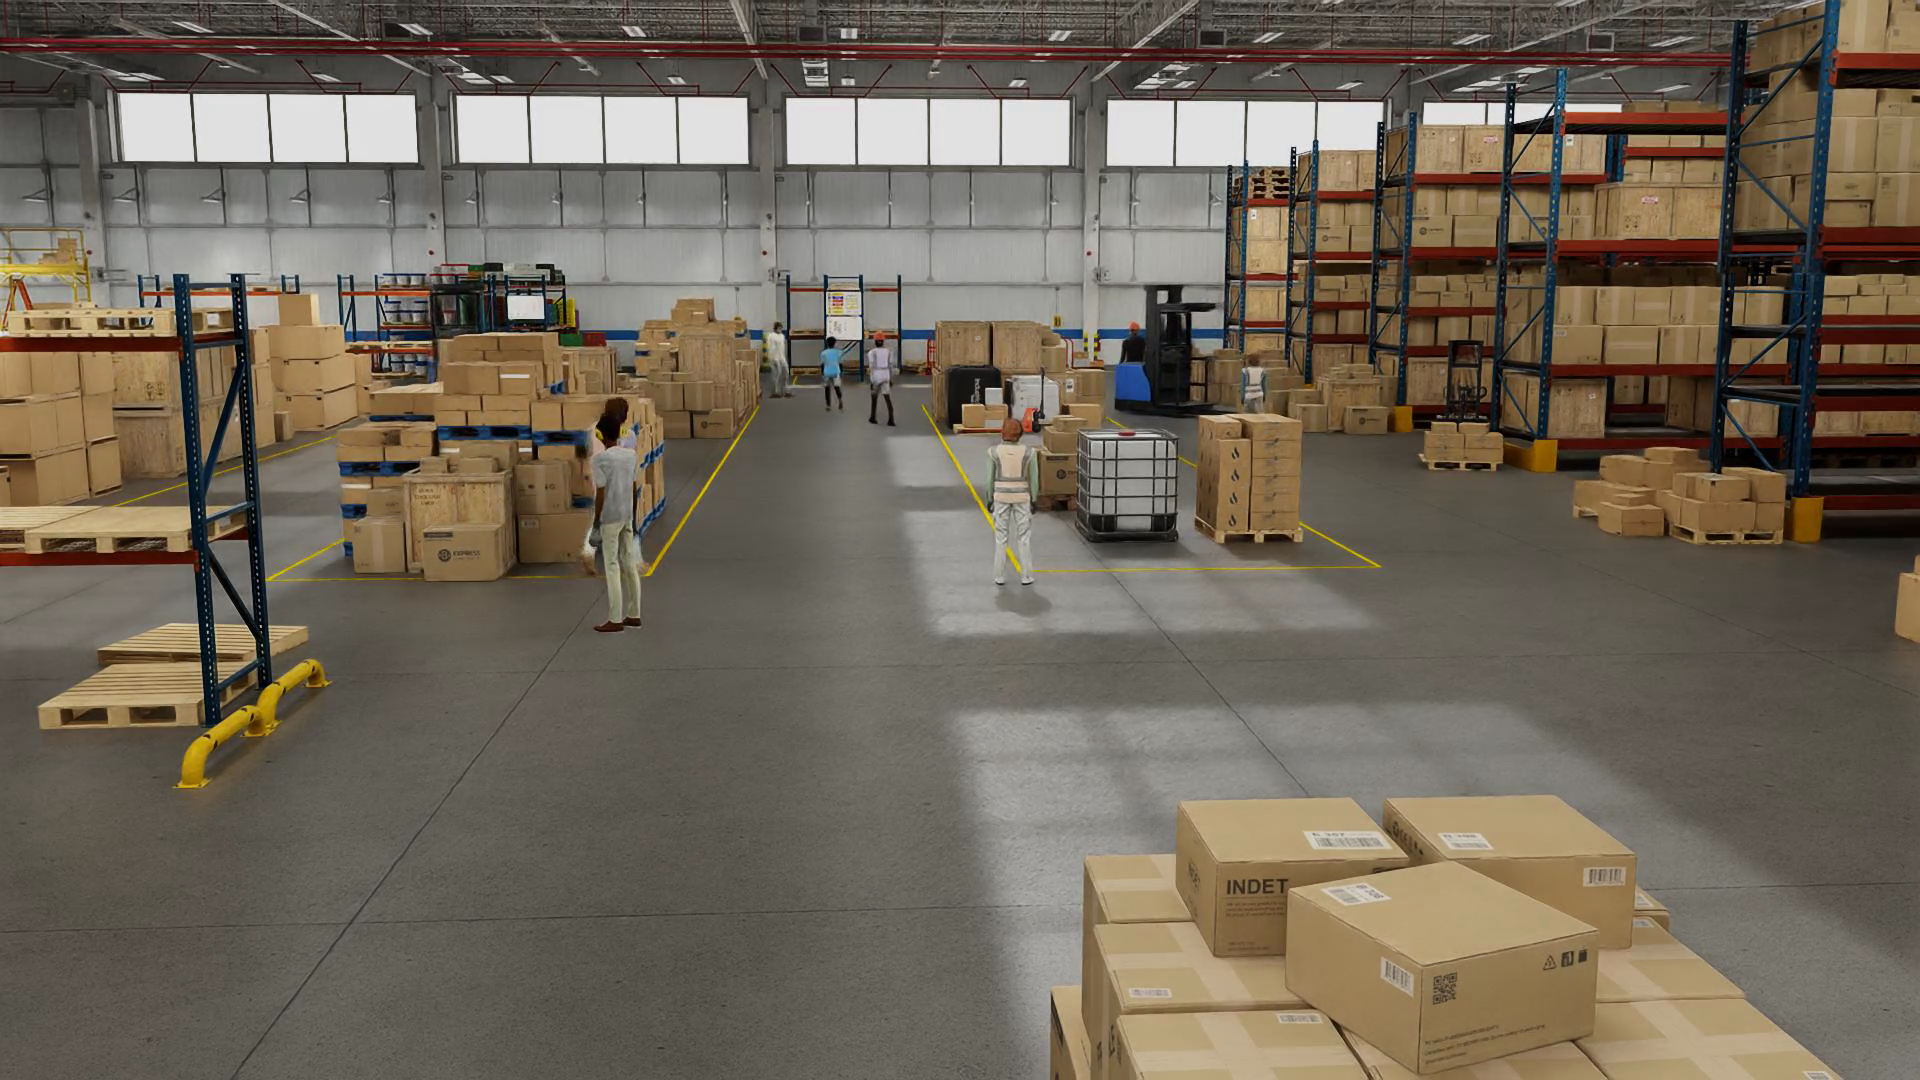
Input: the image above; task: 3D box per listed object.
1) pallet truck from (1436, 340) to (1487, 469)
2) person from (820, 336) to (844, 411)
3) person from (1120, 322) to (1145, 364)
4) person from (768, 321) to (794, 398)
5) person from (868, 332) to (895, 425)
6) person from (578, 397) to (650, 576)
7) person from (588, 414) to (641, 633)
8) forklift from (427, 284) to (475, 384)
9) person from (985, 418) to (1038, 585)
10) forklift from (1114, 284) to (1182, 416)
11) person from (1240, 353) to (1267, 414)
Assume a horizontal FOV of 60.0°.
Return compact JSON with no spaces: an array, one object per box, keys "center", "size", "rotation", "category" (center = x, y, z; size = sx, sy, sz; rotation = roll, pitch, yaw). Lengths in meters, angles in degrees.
[{"center":[8.004,-2.170,26.422],"size":[0.823,1.965,1.885],"rotation":[2,9,14],"category":"pallet truck"},{"center":[-2.838,-3.701,37.031],"size":[0.537,1.685,0.567],"rotation":[-4,10,-22],"category":"person"},{"center":[3.861,-3.883,37.234],"size":[0.646,1.972,0.743],"rotation":[-2,9,-13],"category":"person"},{"center":[-4.380,-4.404,40.768],"size":[0.728,1.895,0.686],"rotation":[5,10,30],"category":"person"},{"center":[-1.576,-3.260,33.626],"size":[0.562,1.895,1.002],"rotation":[-4,10,-24],"category":"person"},{"center":[-3.502,-0.539,16.764],"size":[0.629,1.815,0.796],"rotation":[4,10,26],"category":"person"},{"center":[-2.931,-0.137,14.086],"size":[0.330,1.861,0.518],"rotation":[6,11,35],"category":"person"},{"center":[-11.424,-4.393,37.613],"size":[1.129,2.768,1.873],"rotation":[-4,10,-26],"category":"forklift"},{"center":[0.505,-0.368,16.223],"size":[0.515,1.640,0.315],"rotation":[1,9,6],"category":"person"},{"center":[4.378,-4.151,36.093],"size":[1.129,2.768,1.873],"rotation":[-9,13,-43],"category":"forklift"},{"center":[5.397,-2.622,30.501],"size":[0.530,1.599,0.843],"rotation":[-1,9,-9],"category":"person"}]
